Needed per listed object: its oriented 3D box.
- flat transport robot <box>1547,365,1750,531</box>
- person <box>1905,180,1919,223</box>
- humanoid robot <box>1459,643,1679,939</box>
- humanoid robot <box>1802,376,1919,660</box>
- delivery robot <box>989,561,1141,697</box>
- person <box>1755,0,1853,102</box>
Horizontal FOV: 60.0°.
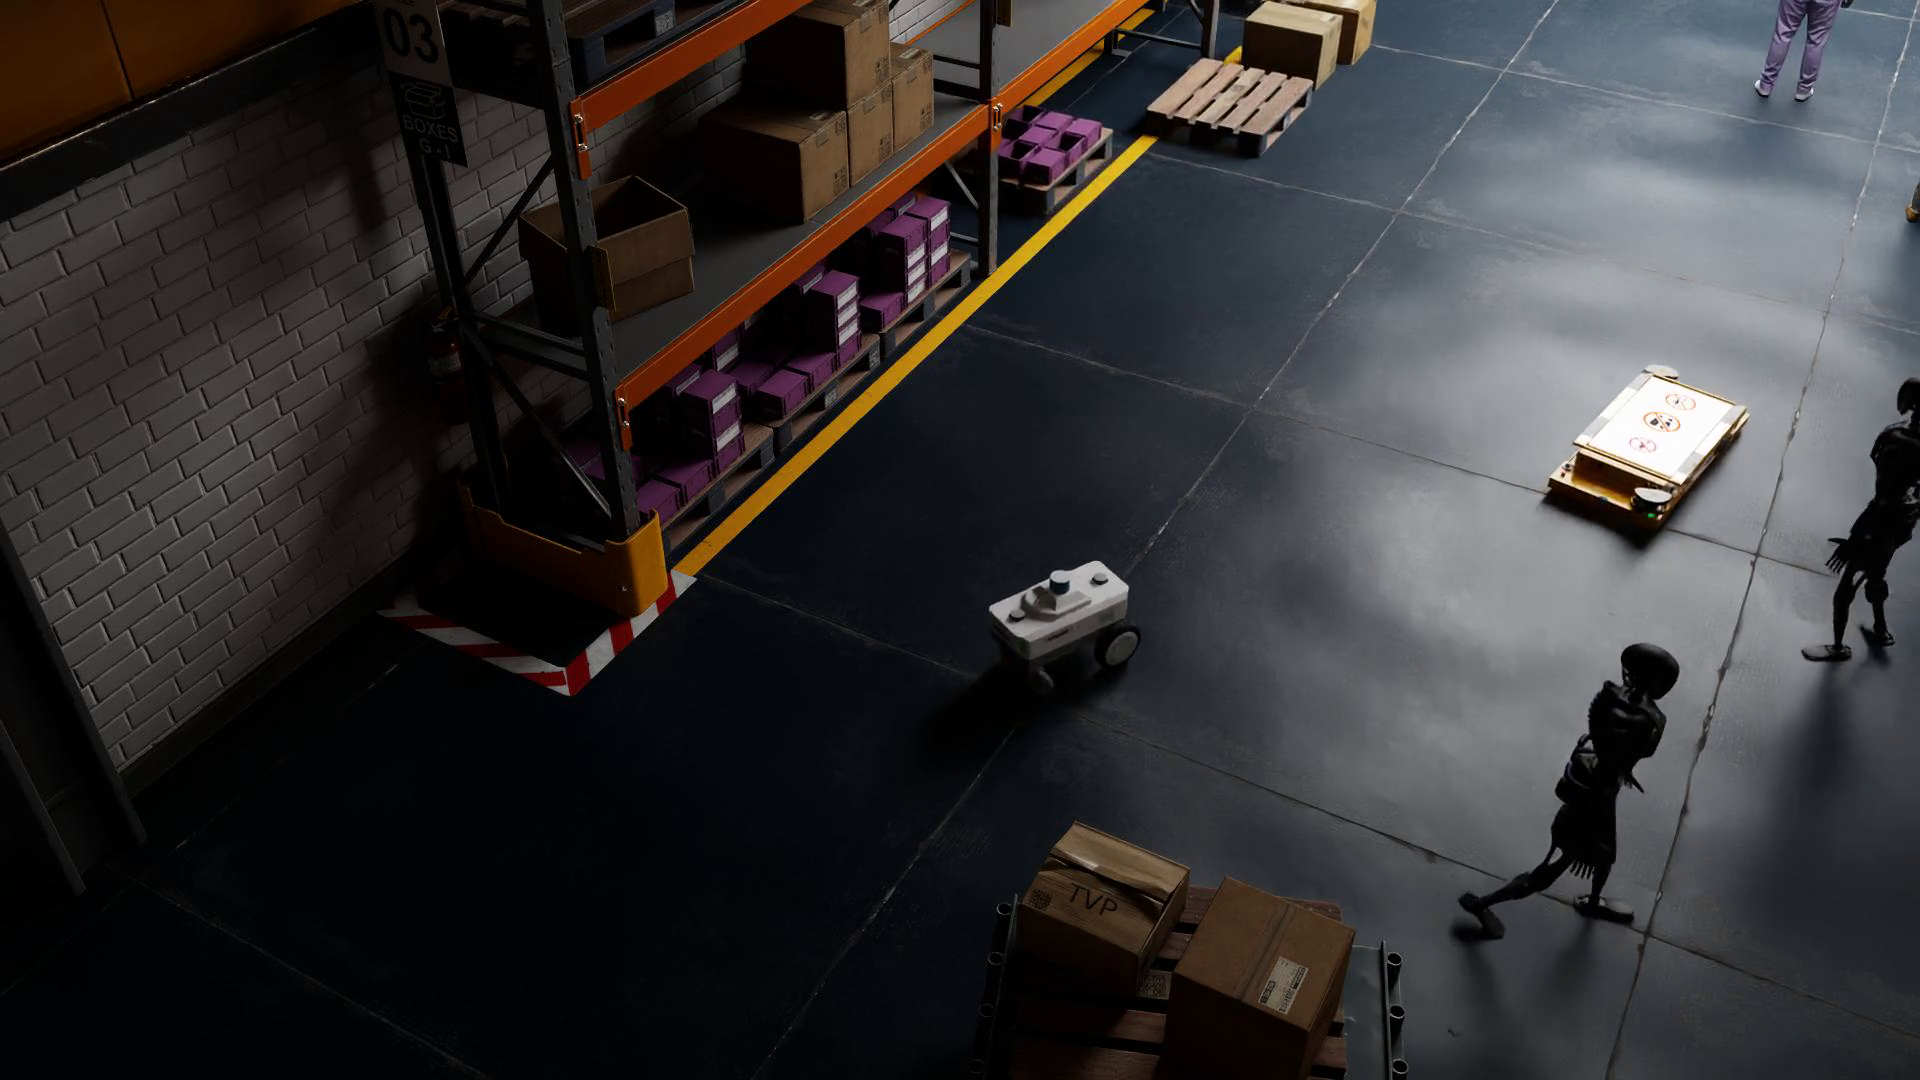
[{"bbox_3d":[4.144,-0.578,9.942,0.659,0.231,1.431,28,46,30],"label":"flat transport robot"},{"bbox_3d":[7.240,-3.115,11.818,0.569,1.892,0.371,24,44,27],"label":"person"},{"bbox_3d":[2.593,1.021,6.848,0.668,1.638,0.603,22,44,25],"label":"humanoid robot"},{"bbox_3d":[4.593,-0.078,8.195,0.414,1.648,0.605,32,48,33],"label":"humanoid robot"},{"bbox_3d":[0.532,0.412,8.482,0.773,0.602,0.523,-22,44,-25],"label":"delivery robot"},{"bbox_3d":[6.993,-4.544,13.593,0.651,1.904,0.405,14,41,17],"label":"person"}]
